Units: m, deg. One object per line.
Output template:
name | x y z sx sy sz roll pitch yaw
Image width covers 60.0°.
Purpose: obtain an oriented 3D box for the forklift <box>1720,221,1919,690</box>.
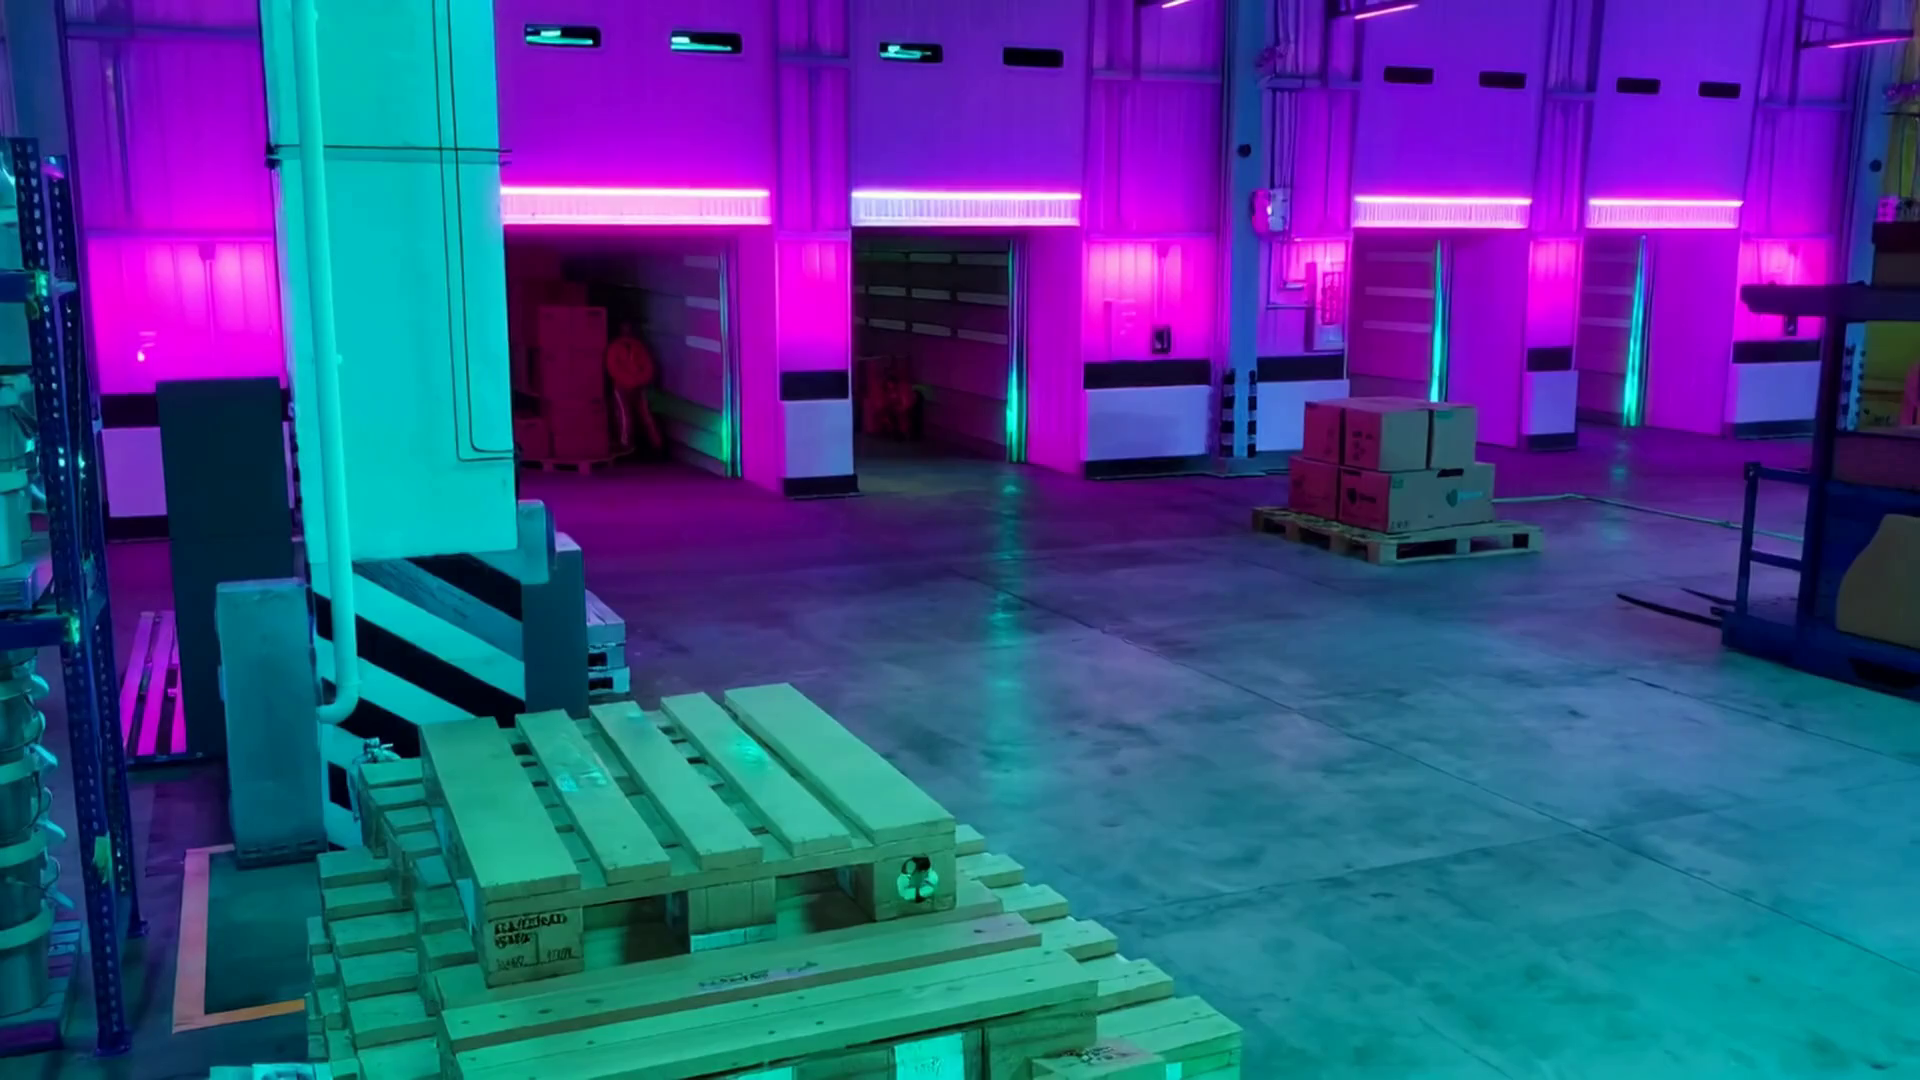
forklift | 5.949 -0.550 10.218 1.129 2.768 1.873 -4 11 -23
